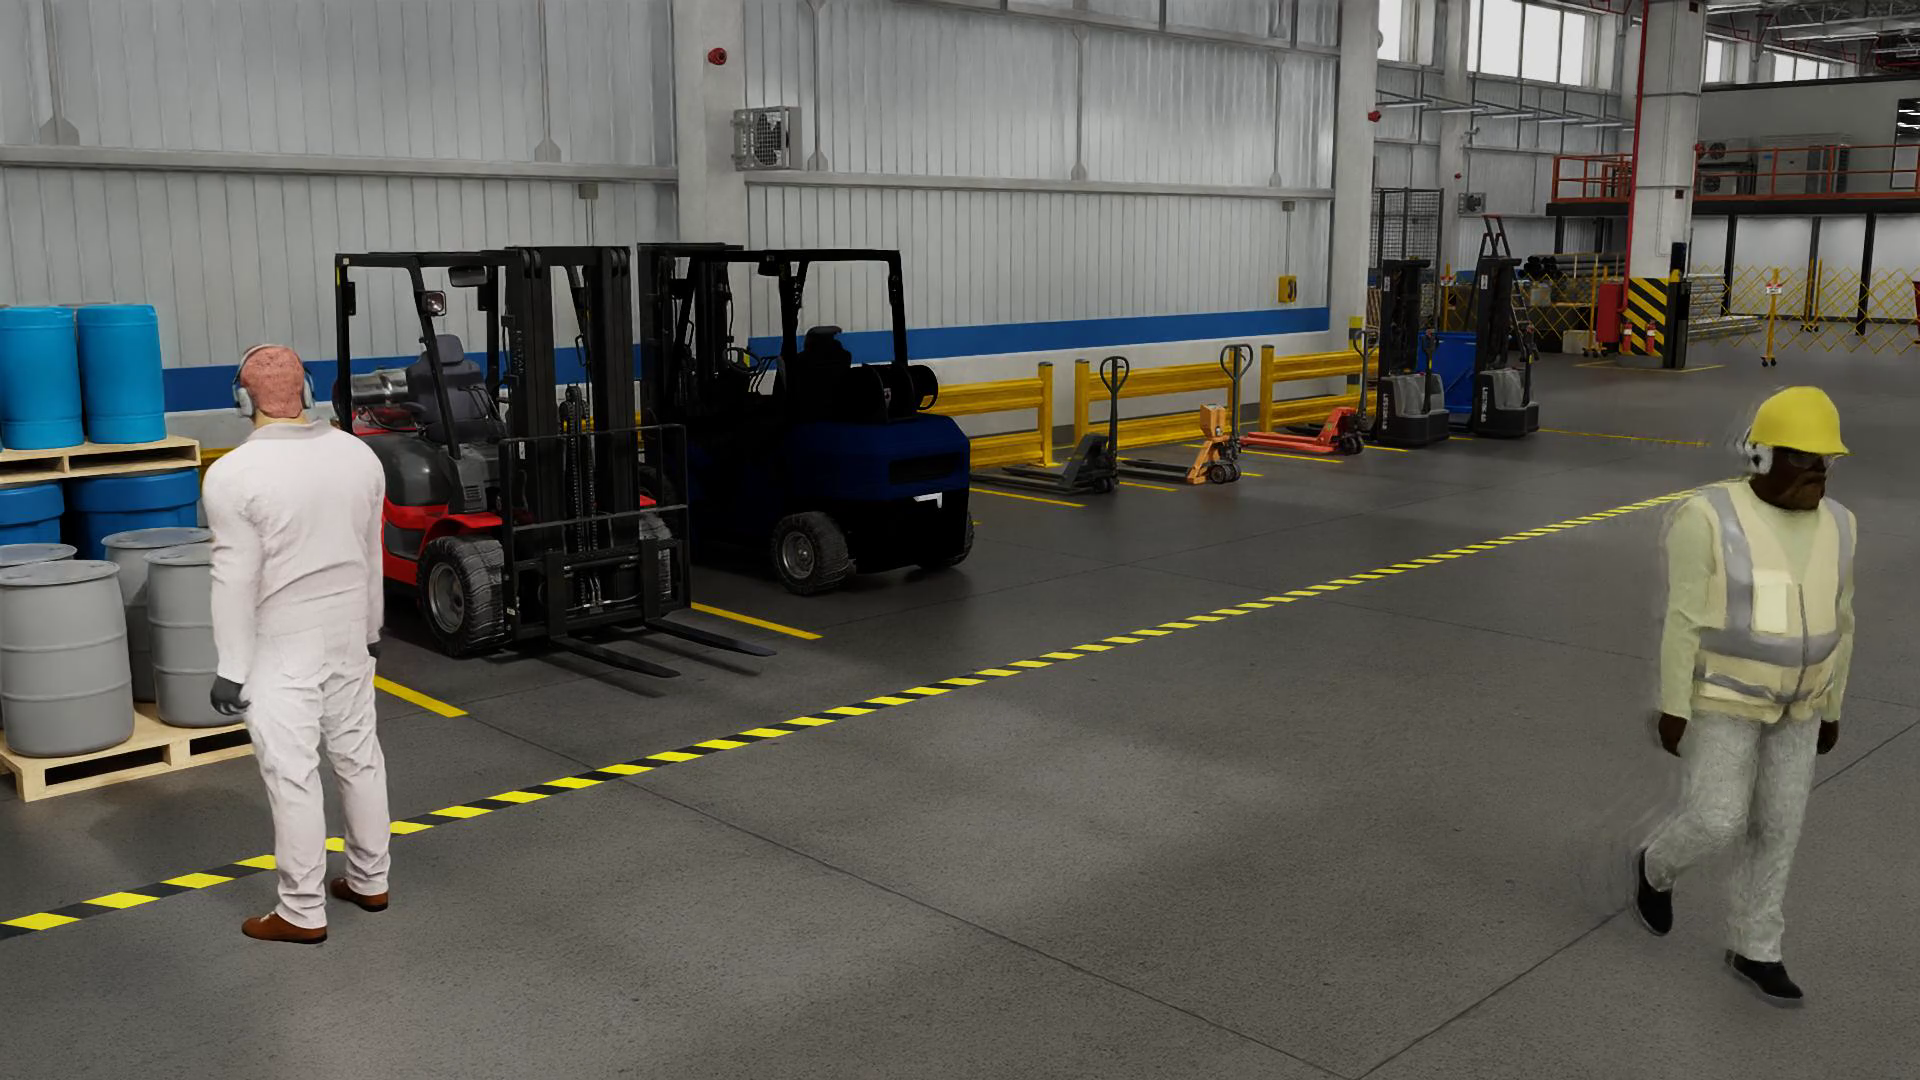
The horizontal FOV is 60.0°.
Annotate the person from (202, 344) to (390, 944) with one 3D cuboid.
[{"bbox_3d":[-2.122,0.332,5.308,0.399,1.905,0.643,6,12,28],"label":"person"}]

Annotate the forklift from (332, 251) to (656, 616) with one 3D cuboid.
[{"bbox_3d":[-2.833,-0.669,9.694,1.157,1.987,2.680,-10,14,-44],"label":"forklift"}]

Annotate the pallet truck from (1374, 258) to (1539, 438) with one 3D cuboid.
[{"bbox_3d":[5.704,-2.208,18.901,1.885,1.965,0.823,10,14,43],"label":"pallet truck"}]

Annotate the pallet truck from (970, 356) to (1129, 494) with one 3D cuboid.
[{"bbox_3d":[0.784,-1.085,14.876,0.680,1.201,1.601,-10,14,-44],"label":"pallet truck"}]

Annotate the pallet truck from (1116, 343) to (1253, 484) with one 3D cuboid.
[{"bbox_3d":[1.962,-1.215,15.415,1.522,1.261,0.704,10,14,43],"label":"pallet truck"}]

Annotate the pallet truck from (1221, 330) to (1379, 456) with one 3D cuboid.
[{"bbox_3d":[3.563,-1.581,17.381,0.653,1.274,1.630,-10,14,-44],"label":"pallet truck"}]

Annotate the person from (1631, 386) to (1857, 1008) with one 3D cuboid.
[{"bbox_3d":[2.338,0.441,4.939,0.615,1.816,0.537,-2,11,-10],"label":"person"}]

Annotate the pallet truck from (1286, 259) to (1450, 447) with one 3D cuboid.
[{"bbox_3d":[4.493,-2.078,18.196,0.823,1.965,1.885,-9,14,-40],"label":"pallet truck"}]

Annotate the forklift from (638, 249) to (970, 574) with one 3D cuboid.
[{"bbox_3d":[-1.173,-0.958,11.239,2.680,1.987,1.157,10,14,43],"label":"forklift"}]
